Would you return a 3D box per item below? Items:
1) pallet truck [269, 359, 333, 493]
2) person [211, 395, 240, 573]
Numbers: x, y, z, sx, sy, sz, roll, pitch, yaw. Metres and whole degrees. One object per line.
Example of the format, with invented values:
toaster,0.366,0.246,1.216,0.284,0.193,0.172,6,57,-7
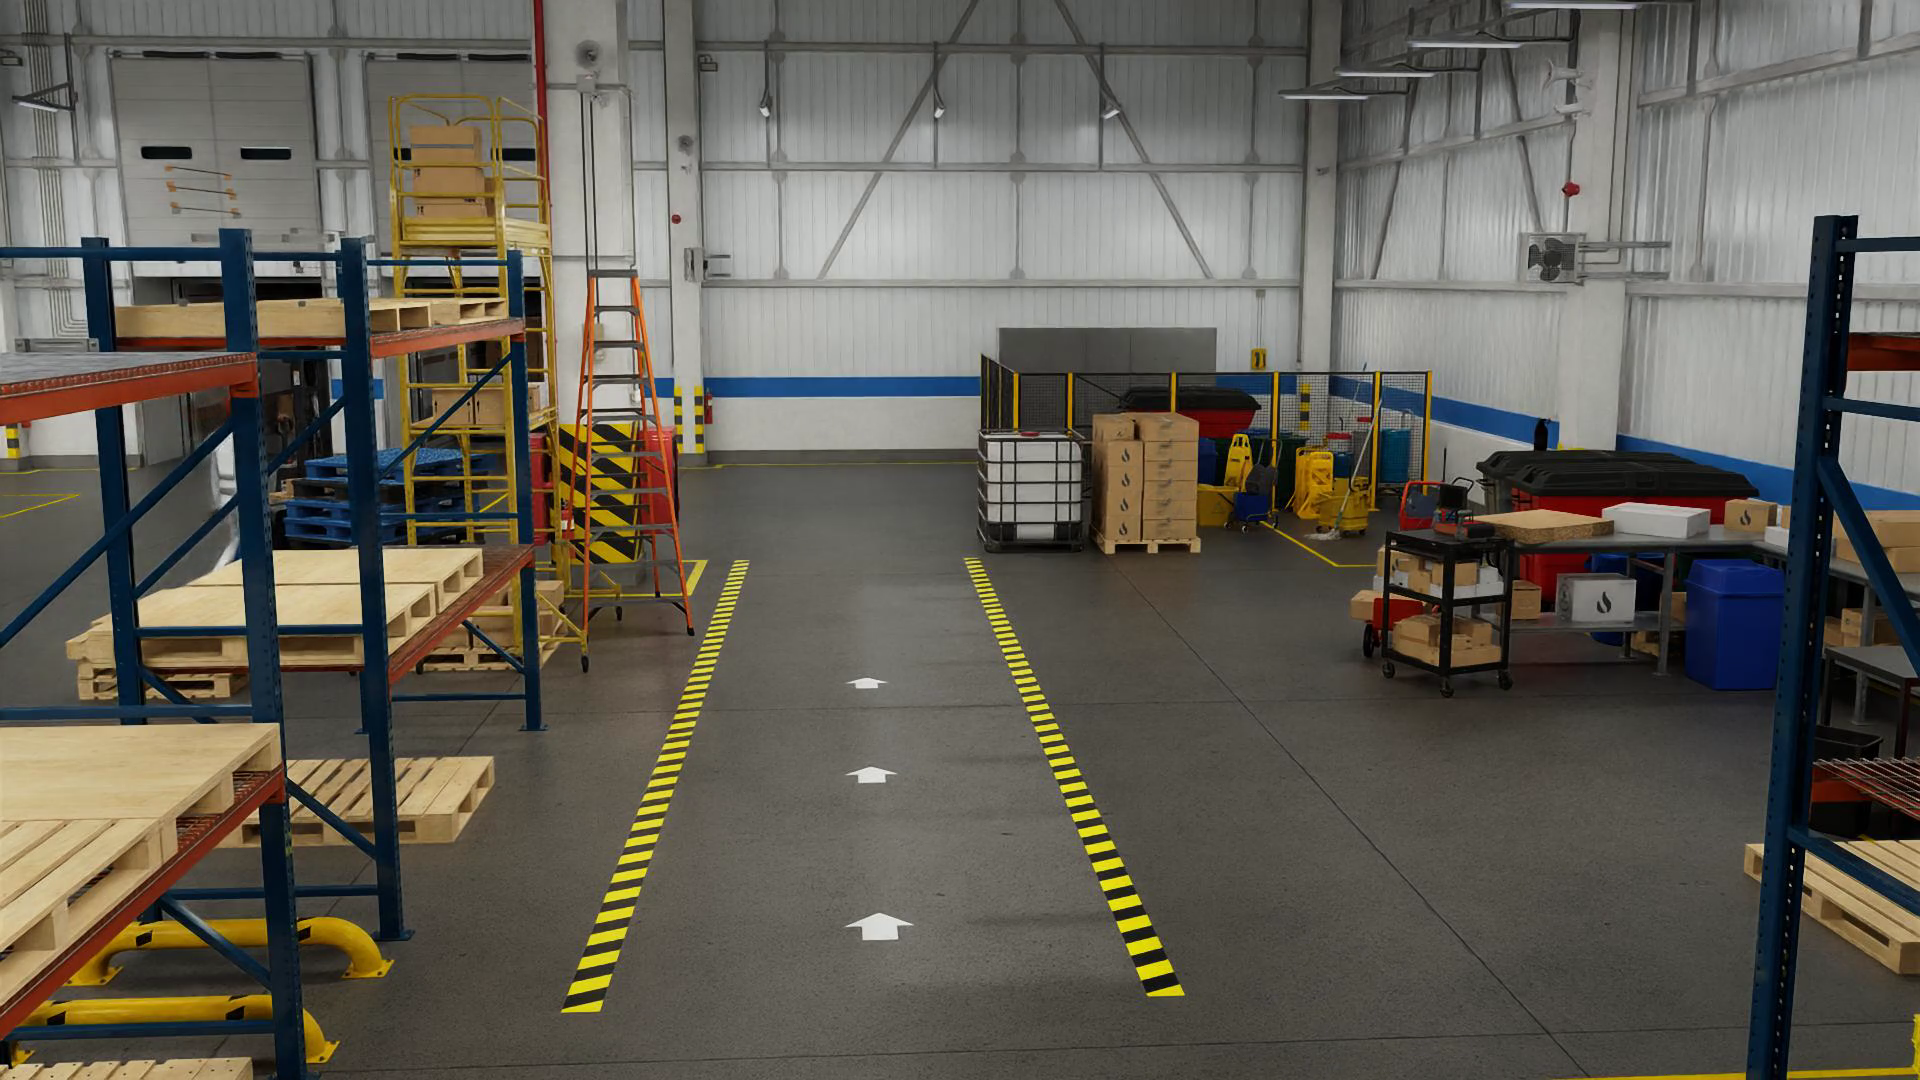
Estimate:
pallet truck,-7.062,-1.131,18.996,1.885,1.965,0.823,2,9,13
person,-6.173,-0.302,14.179,0.575,1.870,0.526,5,10,27
